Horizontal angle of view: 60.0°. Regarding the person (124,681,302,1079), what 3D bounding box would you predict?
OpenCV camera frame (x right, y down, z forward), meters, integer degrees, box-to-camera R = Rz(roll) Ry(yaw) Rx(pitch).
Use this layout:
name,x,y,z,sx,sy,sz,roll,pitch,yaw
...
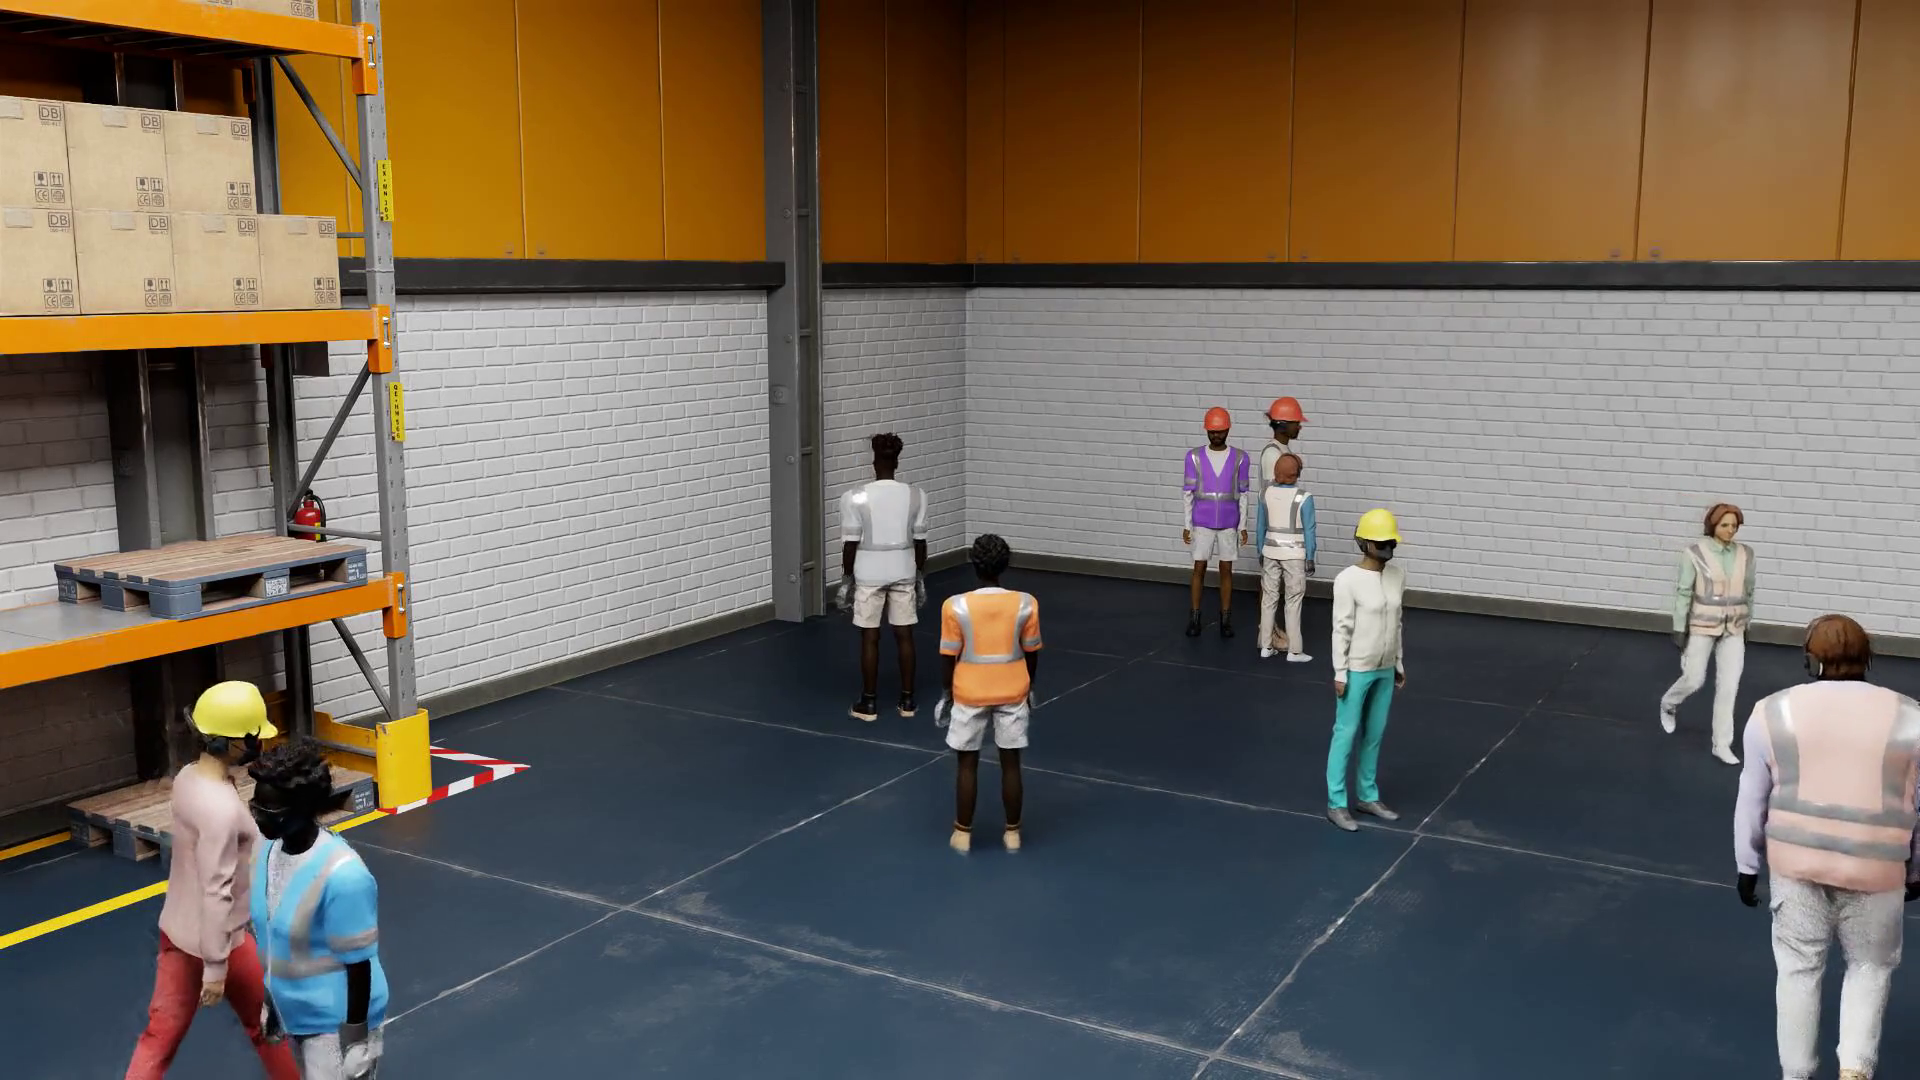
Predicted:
name,x,y,z,sx,sy,sz,roll,pitch,yaw
person,-2.452,1.302,5.550,0.938,1.701,0.524,-8,12,-41

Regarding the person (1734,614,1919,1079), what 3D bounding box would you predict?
name,x,y,z,sx,sy,sz,roll,pitch,yaw
person,3.109,1.181,5.951,0.649,1.819,0.490,5,10,30

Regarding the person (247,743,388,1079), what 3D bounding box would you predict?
name,x,y,z,sx,sy,sz,roll,pitch,yaw
person,-1.925,1.415,4.930,0.544,1.680,0.521,8,12,41

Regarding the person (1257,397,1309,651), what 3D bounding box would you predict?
name,x,y,z,sx,sy,sz,roll,pitch,yaw
person,2.602,-0.134,13.451,0.383,2.040,0.616,3,9,15

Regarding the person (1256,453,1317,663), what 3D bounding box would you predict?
name,x,y,z,sx,sy,sz,roll,pitch,yaw
person,2.541,0.143,12.978,0.523,1.639,0.306,9,12,43

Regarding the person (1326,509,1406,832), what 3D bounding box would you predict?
name,x,y,z,sx,sy,sz,roll,pitch,yaw
person,2.247,0.702,9.096,0.533,1.767,0.326,-6,11,-33

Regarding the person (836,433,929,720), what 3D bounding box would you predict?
name,x,y,z,sx,sy,sz,roll,pitch,yaw
person,-0.526,0.256,11.325,0.655,1.955,0.372,-3,10,-18

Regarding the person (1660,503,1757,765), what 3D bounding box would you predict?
name,x,y,z,sx,sy,sz,roll,pitch,yaw
person,4.714,0.554,10.486,0.519,1.618,0.641,-1,9,-5

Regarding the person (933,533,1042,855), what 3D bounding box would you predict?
name,x,y,z,sx,sy,sz,roll,pitch,yaw
person,0.147,0.808,8.654,0.563,1.696,0.317,-1,9,-9

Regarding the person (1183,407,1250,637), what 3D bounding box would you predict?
name,x,y,z,sx,sy,sz,roll,pitch,yaw
person,2.131,-0.147,13.858,0.550,1.935,0.375,1,9,6
